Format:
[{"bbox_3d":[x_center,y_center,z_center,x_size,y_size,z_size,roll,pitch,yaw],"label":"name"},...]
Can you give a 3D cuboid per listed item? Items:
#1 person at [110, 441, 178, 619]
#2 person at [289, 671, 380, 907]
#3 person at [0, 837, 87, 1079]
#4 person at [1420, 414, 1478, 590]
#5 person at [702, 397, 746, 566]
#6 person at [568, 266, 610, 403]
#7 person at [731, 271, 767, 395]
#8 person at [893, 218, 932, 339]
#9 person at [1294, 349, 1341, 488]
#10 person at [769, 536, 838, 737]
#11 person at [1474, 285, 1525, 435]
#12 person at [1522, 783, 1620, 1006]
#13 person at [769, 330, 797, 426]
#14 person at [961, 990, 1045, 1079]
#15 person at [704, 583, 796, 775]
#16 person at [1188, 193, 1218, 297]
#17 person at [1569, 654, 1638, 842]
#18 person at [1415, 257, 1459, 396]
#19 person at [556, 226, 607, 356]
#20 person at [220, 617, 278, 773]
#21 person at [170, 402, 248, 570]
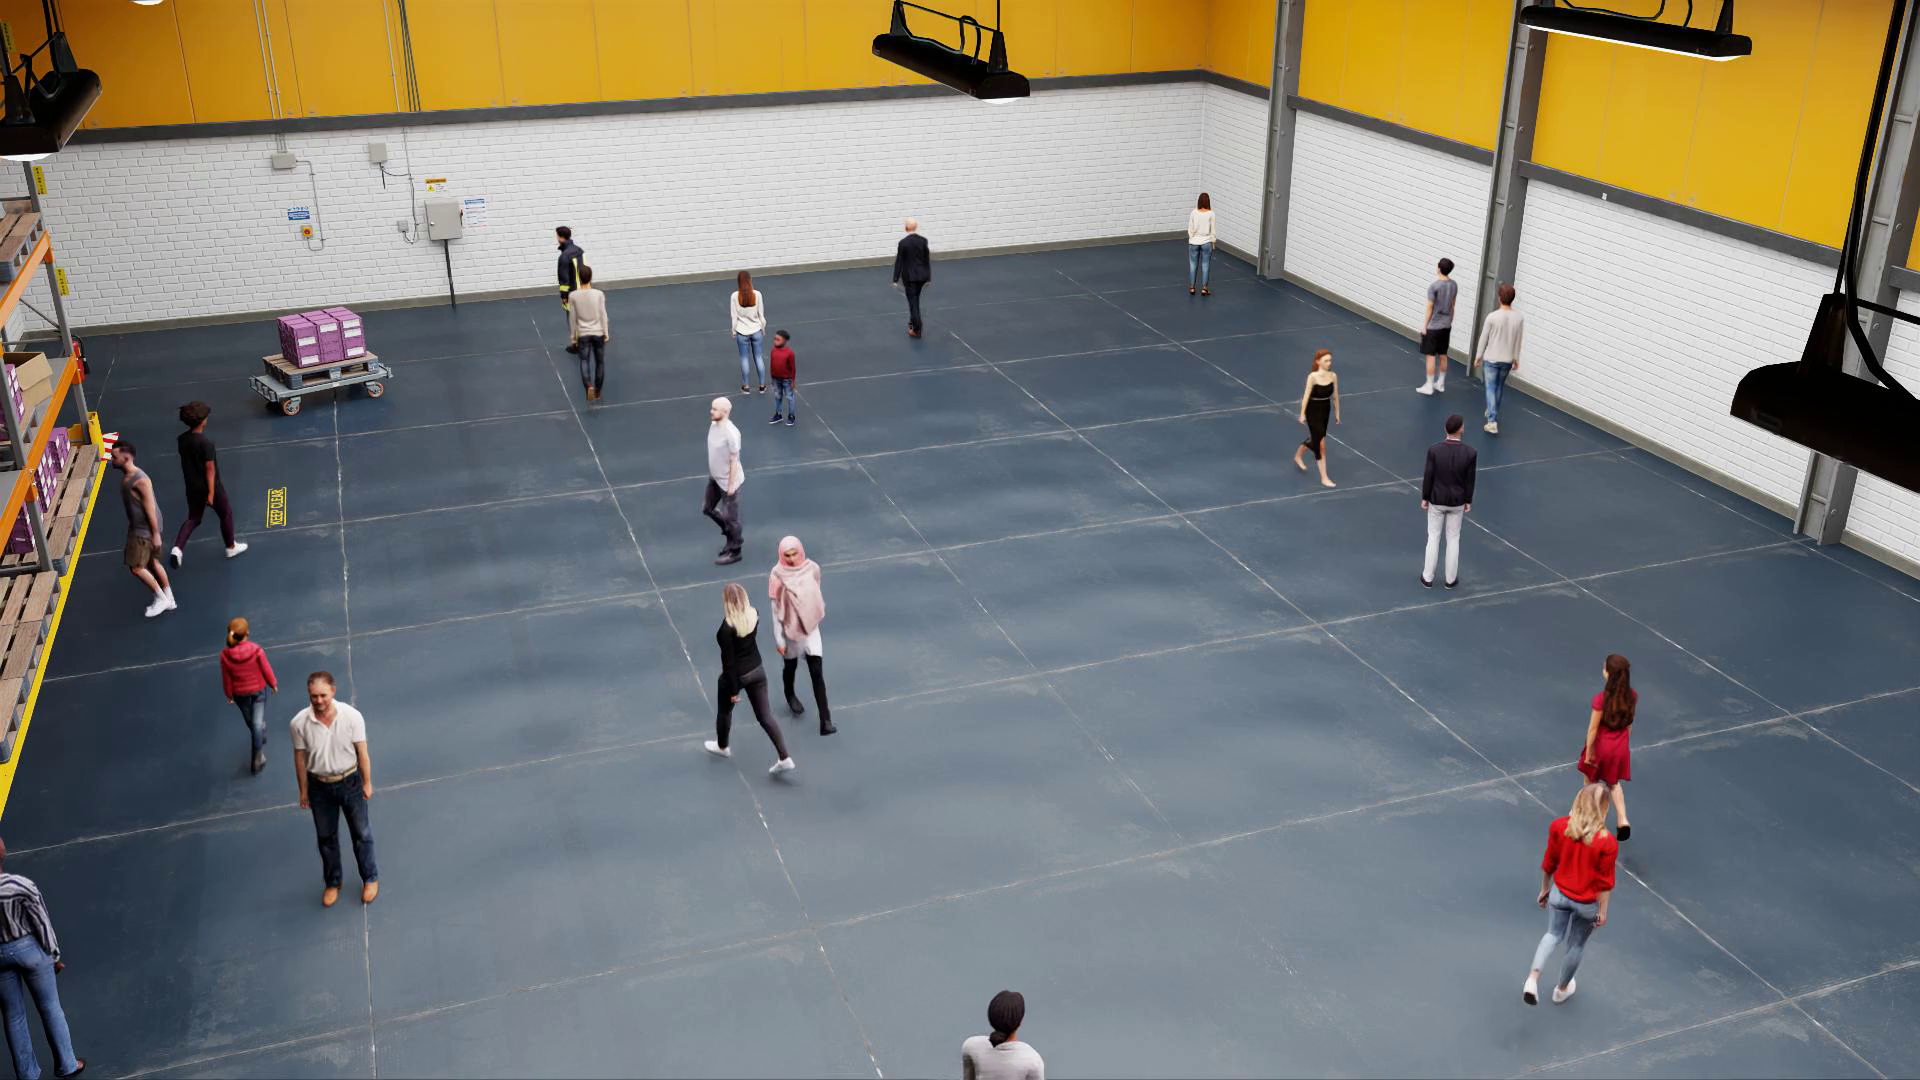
[{"bbox_3d":[-7.895,-0.130,16.274,0.804,1.832,0.697,-17,29,-34],"label":"person"},{"bbox_3d":[-4.461,1.738,11.947,0.718,1.851,0.663,-2,24,-5],"label":"person"},{"bbox_3d":[-5.735,2.569,10.115,0.652,1.794,0.571,-6,24,-13],"label":"person"},{"bbox_3d":[4.919,-0.384,16.813,0.733,1.841,0.750,6,24,14],"label":"person"},{"bbox_3d":[-2.372,-0.642,17.422,0.800,1.827,0.669,-14,27,-29],"label":"person"},{"bbox_3d":[-4.915,-2.702,22.103,0.762,1.852,1.041,-4,24,-9],"label":"person"},{"bbox_3d":[-2.858,-2.819,22.567,0.653,1.693,0.609,-4,24,-9],"label":"person"},{"bbox_3d":[-0.657,-3.913,24.963,0.764,1.778,0.887,-12,26,-25],"label":"person"},{"bbox_3d":[4.185,-1.483,19.661,0.632,1.574,1.120,-11,26,-23],"label":"person"},{"bbox_3d":[-1.440,0.785,14.257,0.741,1.746,1.205,-13,27,-27],"label":"person"},{"bbox_3d":[6.829,-2.251,21.045,0.915,1.873,1.134,0,24,1],"label":"person"},{"bbox_3d":[3.938,2.350,10.746,0.917,1.690,0.898,21,31,40],"label":"person"},{"bbox_3d":[-2.287,-2.116,21.507,0.583,1.254,0.640,10,26,22],"label":"person"},{"bbox_3d":[0.194,3.179,8.825,1.032,1.711,1.121,9,25,20],"label":"person"},{"bbox_3d":[-1.675,1.166,13.514,1.242,1.642,0.980,18,29,35],"label":"person"},{"bbox_3d":[3.948,-4.851,27.231,0.698,1.682,0.750,10,25,21],"label":"person"},{"bbox_3d":[4.967,1.608,12.635,0.618,1.538,0.875,-4,24,-10],"label":"person"},{"bbox_3d":[6.493,-2.902,22.535,0.663,1.871,0.571,-10,26,-22],"label":"person"},{"bbox_3d":[-5.498,-3.595,24.075,1.057,1.907,0.994,6,24,14],"label":"person"},{"bbox_3d":[-5.857,1.291,13.679,0.643,1.283,0.930,-4,24,-9],"label":"person"},{"bbox_3d":[-7.919,-0.532,17.269,1.039,1.747,1.176,7,25,16],"label":"person"}]
